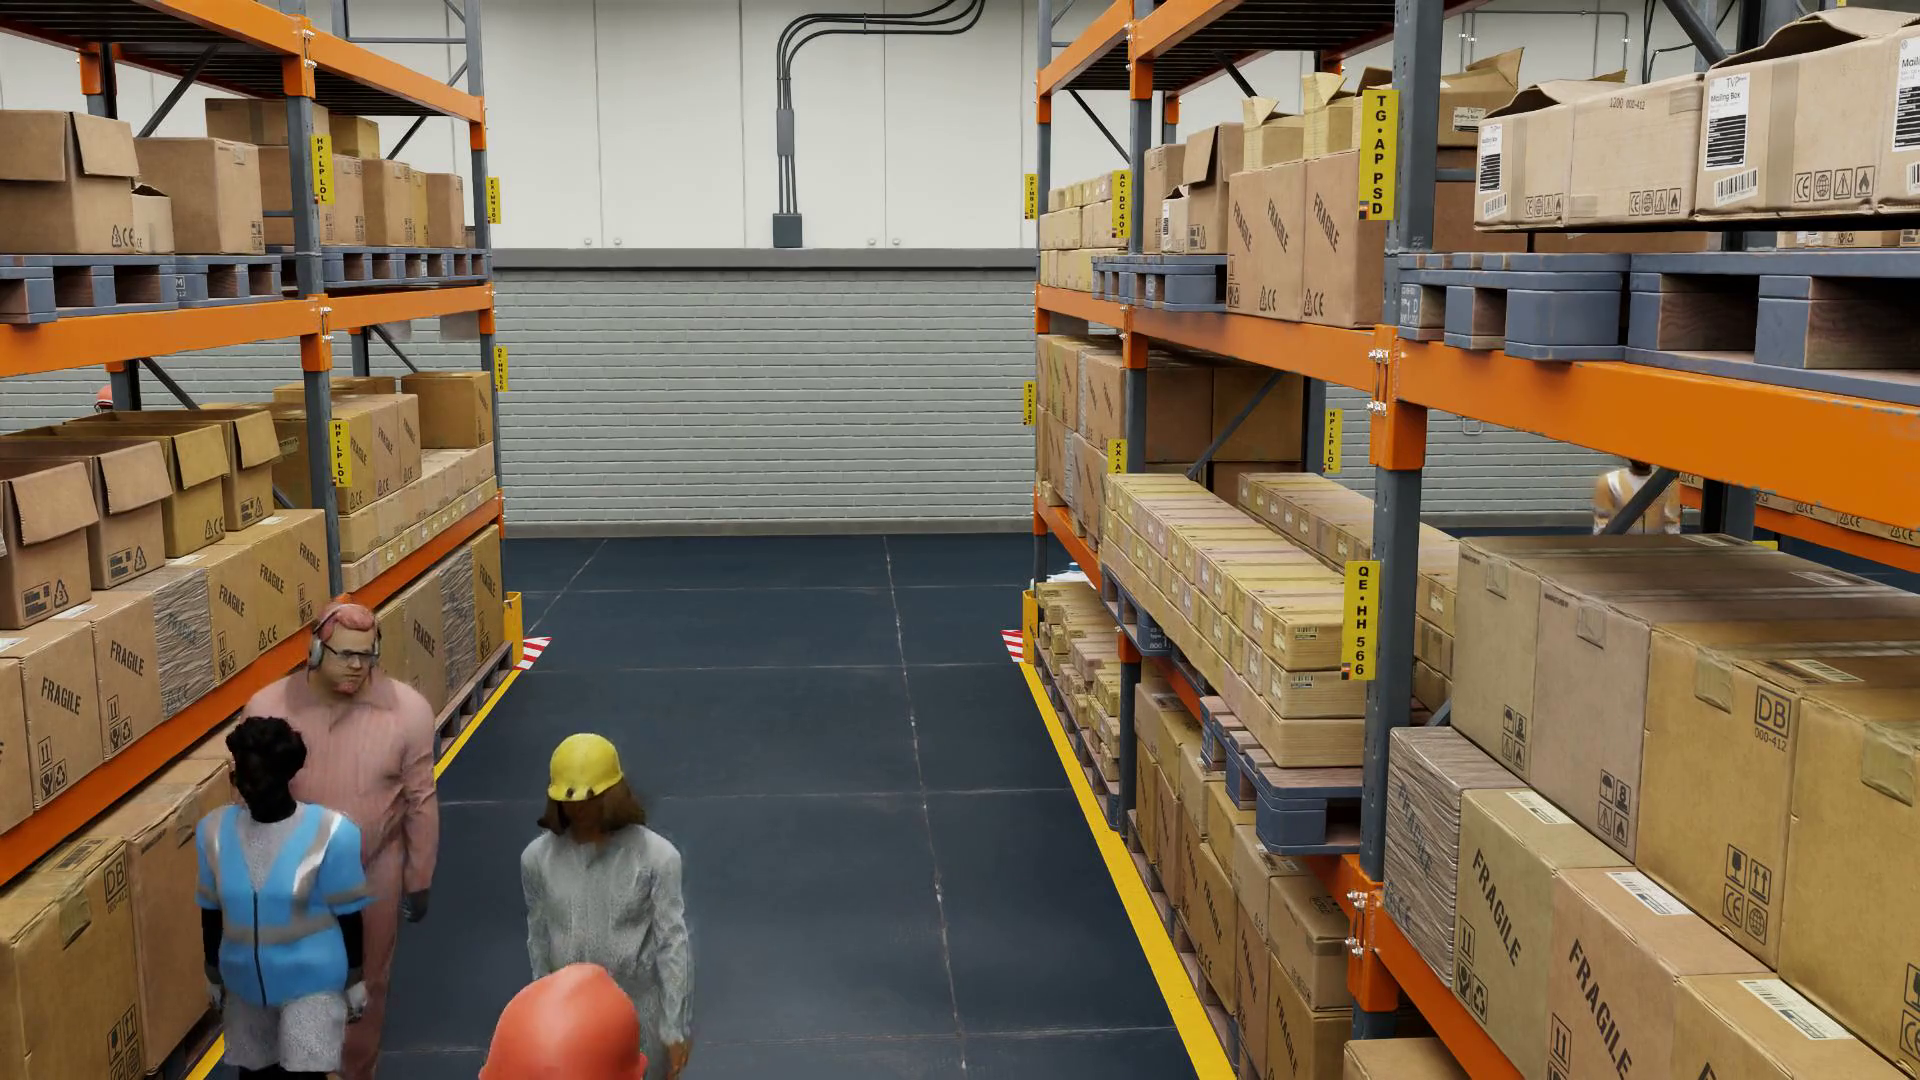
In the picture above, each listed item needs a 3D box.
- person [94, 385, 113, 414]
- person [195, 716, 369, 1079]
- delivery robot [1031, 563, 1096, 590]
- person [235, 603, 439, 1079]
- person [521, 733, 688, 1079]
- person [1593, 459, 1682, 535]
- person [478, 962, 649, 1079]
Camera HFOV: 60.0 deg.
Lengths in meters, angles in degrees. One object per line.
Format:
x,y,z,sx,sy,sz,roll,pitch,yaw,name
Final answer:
-7.008,-0.297,13.855,0.610,1.988,0.402,-1,10,-8,person
-2.073,1.332,5.188,0.538,1.679,0.686,1,10,6,person
0.940,0.427,13.523,0.707,0.478,0.477,5,11,26,delivery robot
-2.122,1.140,5.686,0.676,1.885,0.418,-3,10,-15,person
-1.027,1.385,4.822,0.505,1.699,0.901,0,10,2,person
4.671,0.153,11.450,0.542,1.909,0.670,1,10,3,person
-0.661,1.651,2.641,0.558,1.917,0.694,1,10,4,person
